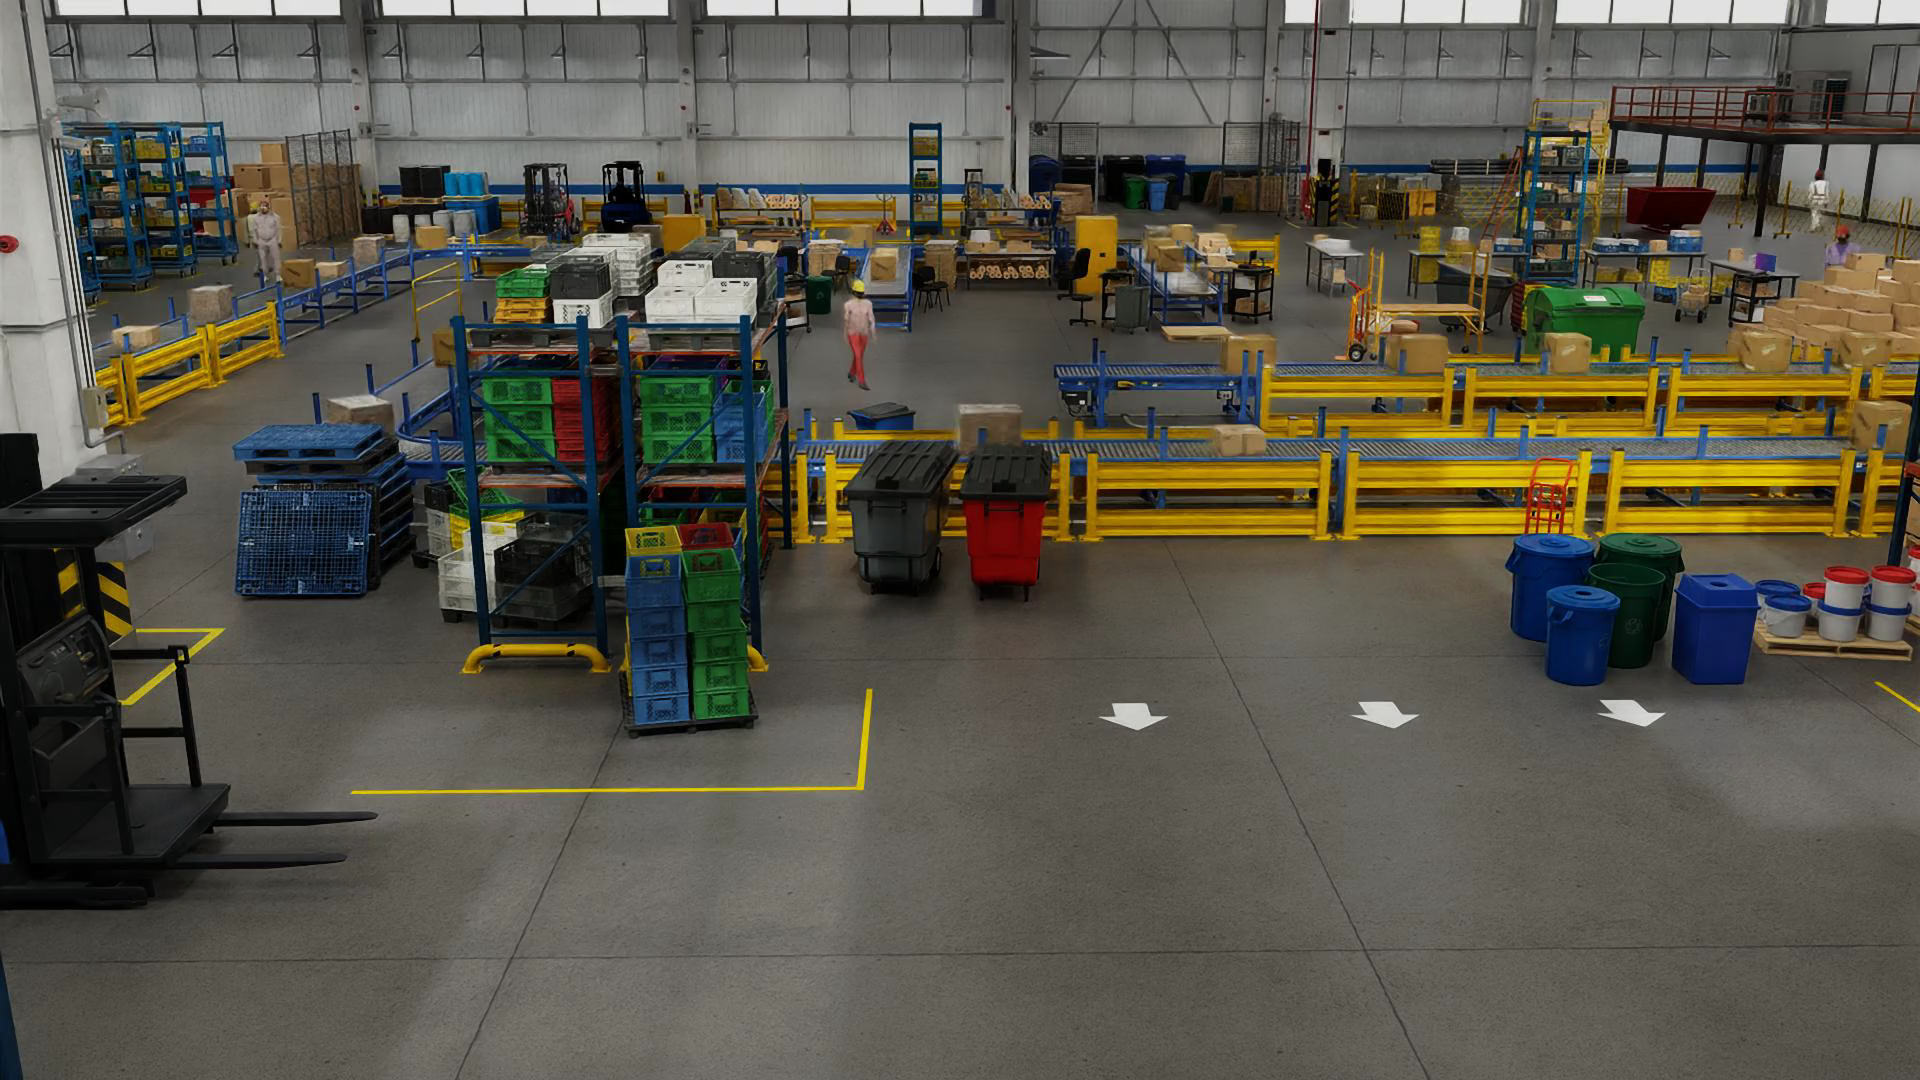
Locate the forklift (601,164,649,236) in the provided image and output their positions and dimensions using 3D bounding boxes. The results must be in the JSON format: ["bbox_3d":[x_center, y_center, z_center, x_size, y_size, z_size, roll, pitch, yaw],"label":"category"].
[{"bbox_3d":[-9.948,-10.127,49.296,1.157,1.987,2.680,-1,16,-3],"label":"forklift"}]

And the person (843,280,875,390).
[{"bbox_3d":[-1.648,-3.317,26.654,0.530,1.732,0.873,-9,19,-30],"label":"person"}]

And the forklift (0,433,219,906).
[{"bbox_3d":[-5.952,0.780,10.366,1.873,2.768,1.129,0,16,-1],"label":"forklift"}]

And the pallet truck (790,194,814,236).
[{"bbox_3d":[-4.814,-9.883,50.259,0.704,1.261,1.522,-1,16,-3],"label":"pallet truck"}]

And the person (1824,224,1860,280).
[{"bbox_3d":[17.359,-5.226,32.808,0.618,2.013,0.943,11,19,33],"label":"person"}]

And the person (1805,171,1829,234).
[{"bbox_3d":[26.008,-10.268,50.565,0.615,1.867,0.525,0,16,0],"label":"person"}]

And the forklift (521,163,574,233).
[{"bbox_3d":[-12.233,-10.122,49.298,1.157,1.987,2.680,0,16,-1],"label":"forklift"}]

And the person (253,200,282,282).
[{"bbox_3d":[-16.394,-7.073,39.396,0.643,1.908,0.410,-3,16,-11],"label":"person"}]

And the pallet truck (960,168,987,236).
[{"bbox_3d":[0.383,-10.230,50.206,0.823,1.965,1.885,-1,16,-3],"label":"pallet truck"}]

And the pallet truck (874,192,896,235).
[{"bbox_3d":[-2.277,-9.986,50.594,0.653,1.274,1.630,0,16,-1],"label":"pallet truck"}]

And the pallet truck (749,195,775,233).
[{"bbox_3d":[-6.051,-9.967,50.660,0.680,1.201,1.601,0,16,-1],"label":"pallet truck"}]

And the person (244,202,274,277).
[{"bbox_3d":[-17.036,-7.303,40.429,0.594,1.786,0.948,5,17,15],"label":"person"}]

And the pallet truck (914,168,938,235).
[{"bbox_3d":[-0.989,-10.316,50.507,0.823,1.965,1.885,1,16,3],"label":"pallet truck"}]
